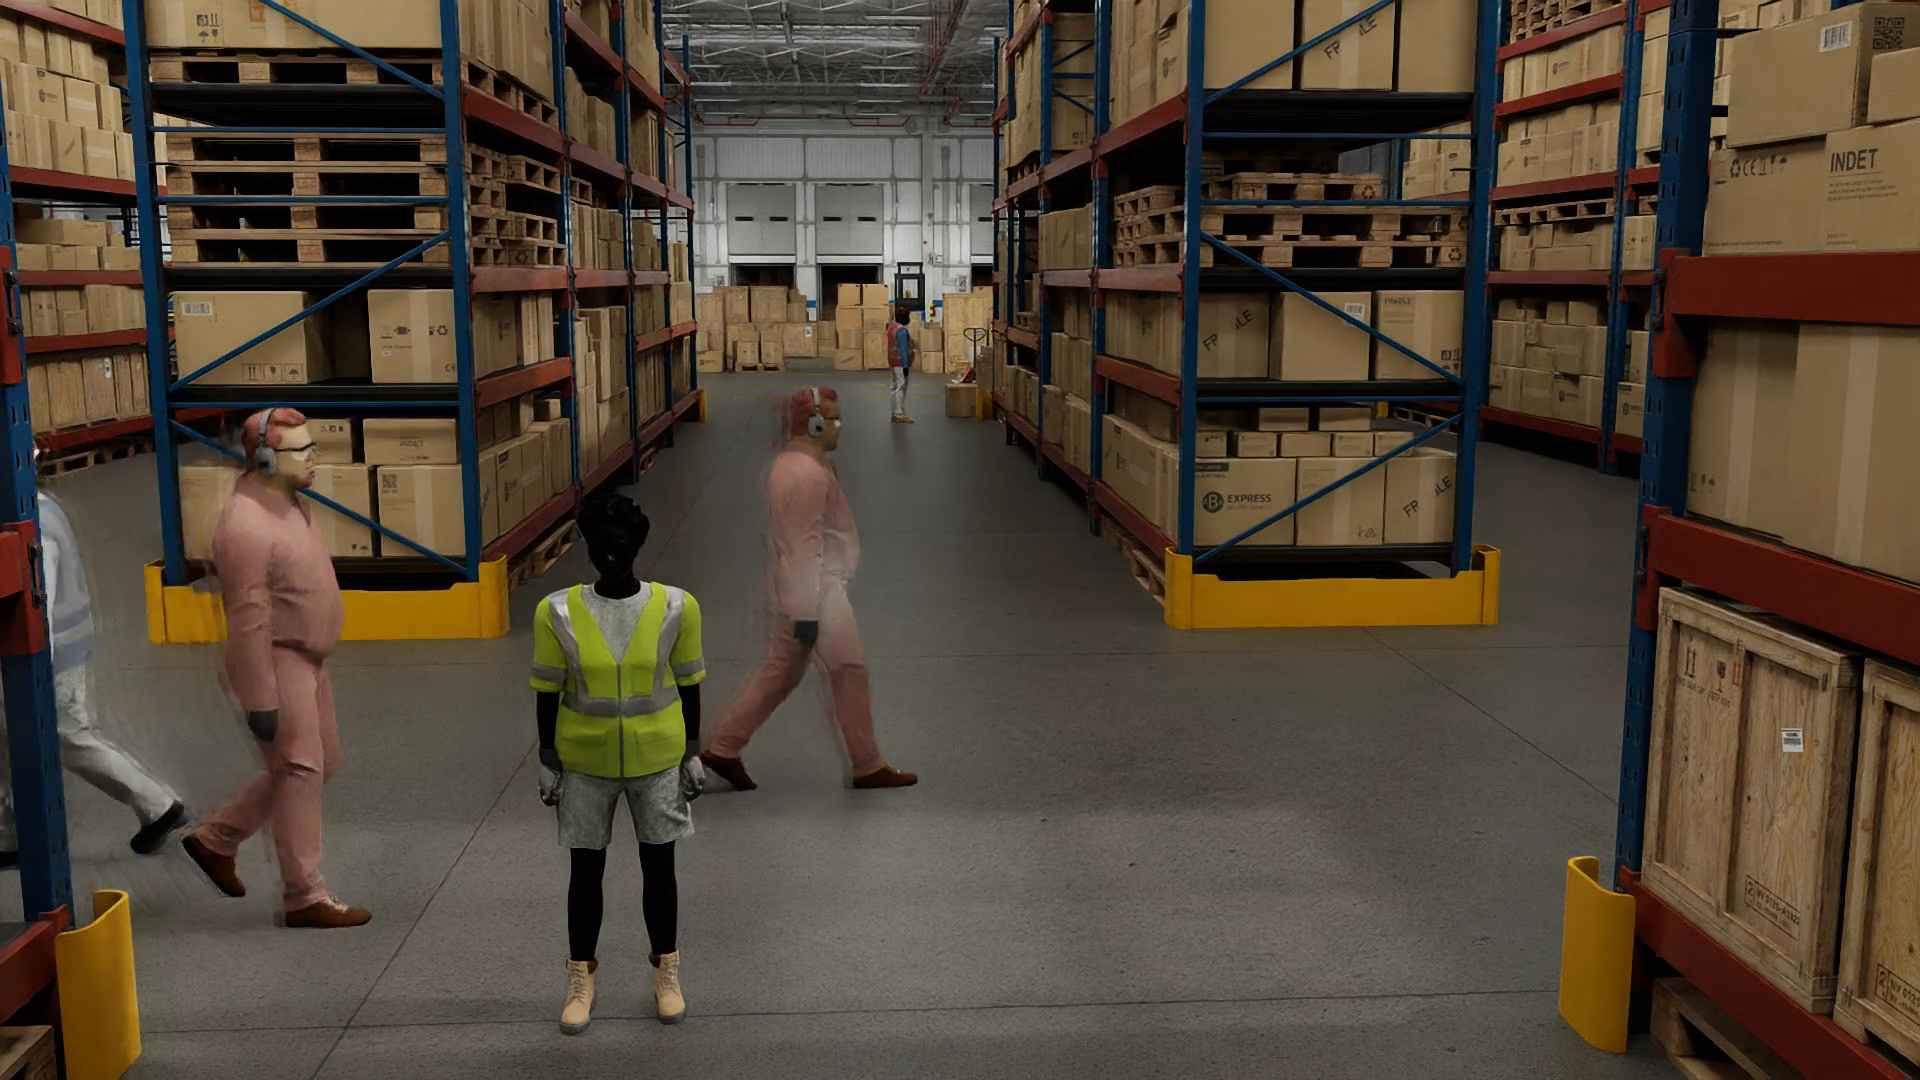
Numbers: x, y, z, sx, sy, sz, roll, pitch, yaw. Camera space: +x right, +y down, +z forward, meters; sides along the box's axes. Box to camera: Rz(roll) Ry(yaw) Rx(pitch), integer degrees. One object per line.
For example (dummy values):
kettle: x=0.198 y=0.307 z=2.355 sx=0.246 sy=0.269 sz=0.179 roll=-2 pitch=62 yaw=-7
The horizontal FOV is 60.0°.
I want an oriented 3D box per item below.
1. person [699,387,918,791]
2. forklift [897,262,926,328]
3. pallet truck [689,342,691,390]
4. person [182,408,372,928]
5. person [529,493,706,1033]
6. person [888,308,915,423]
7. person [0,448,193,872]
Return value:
person: x=-0.718 y=0.235 z=7.541 sx=0.960 sy=1.869 sz=0.656 roll=-2 pitch=9 yaw=-15
forklift: x=-1.780 y=-8.547 z=59.499 sx=1.129 sy=2.768 sz=1.873 roll=-1 pitch=9 yaw=-4
pallet truck: x=-5.225 y=-3.008 z=27.480 sx=1.885 sy=1.965 sz=0.823 roll=2 pitch=9 yaw=14
person: x=-2.483 y=0.470 z=5.956 sx=0.582 sy=1.895 sz=0.655 roll=-2 pitch=9 yaw=-9
person: x=-1.057 y=0.692 z=5.191 sx=0.540 sy=1.695 sz=0.317 roll=-2 pitch=9 yaw=-11
person: x=-0.932 y=-2.787 z=26.582 sx=0.429 sy=1.841 sz=0.634 roll=-3 pitch=10 yaw=-19
person: x=-3.532 y=0.432 z=6.559 sx=0.805 sy=1.790 sz=0.633 roll=-5 pitch=10 yaw=-29
